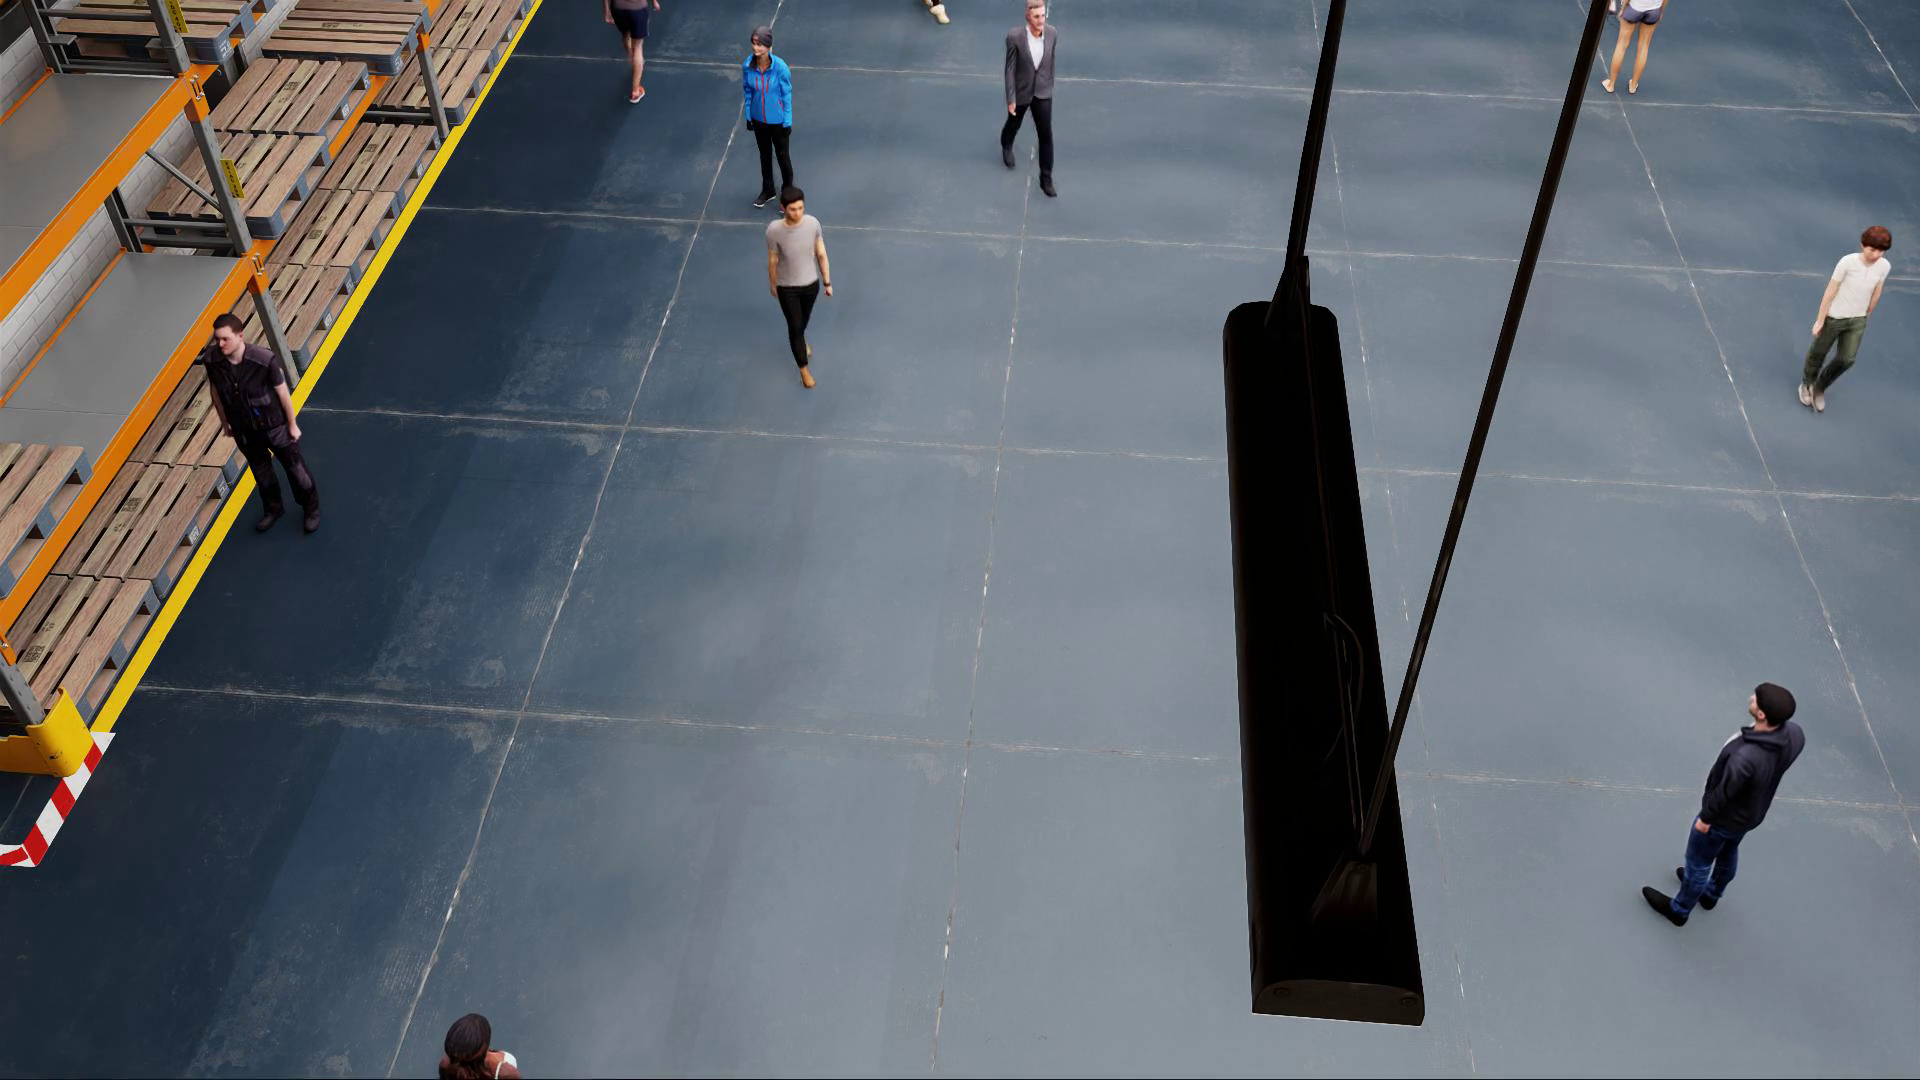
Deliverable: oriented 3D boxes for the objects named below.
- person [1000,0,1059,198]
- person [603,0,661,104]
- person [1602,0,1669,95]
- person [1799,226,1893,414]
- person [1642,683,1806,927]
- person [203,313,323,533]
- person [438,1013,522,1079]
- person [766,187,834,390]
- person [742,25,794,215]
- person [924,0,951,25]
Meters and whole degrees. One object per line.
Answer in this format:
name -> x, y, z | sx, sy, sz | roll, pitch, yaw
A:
person -> 0.602, -4.171, 15.414 | 1.017, 1.796, 1.320 | -12, 45, -12
person -> -3.304, -5.224, 16.500 | 0.670, 1.823, 0.995 | 6, 44, 6
person -> 6.835, -5.307, 16.651 | 0.593, 1.734, 0.518 | 6, 44, 7
person -> 6.887, -1.783, 13.020 | 0.600, 1.641, 0.659 | 8, 44, 8
person -> 4.367, 1.517, 9.377 | 0.755, 1.888, 0.778 | -23, 48, -22
person -> -4.997, -0.838, 11.880 | 0.715, 1.845, 0.572 | 2, 44, 2
person -> -2.251, 2.846, 8.101 | 0.579, 1.723, 0.538 | 7, 44, 7
person -> -1.322, -2.126, 13.347 | 0.953, 1.686, 1.180 | -16, 46, -16
person -> -1.711, -3.797, 15.025 | 0.678, 1.792, 0.632 | 17, 46, 17
person -> -0.314, -6.492, 17.978 | 0.943, 1.620, 1.178 | -15, 46, -16
